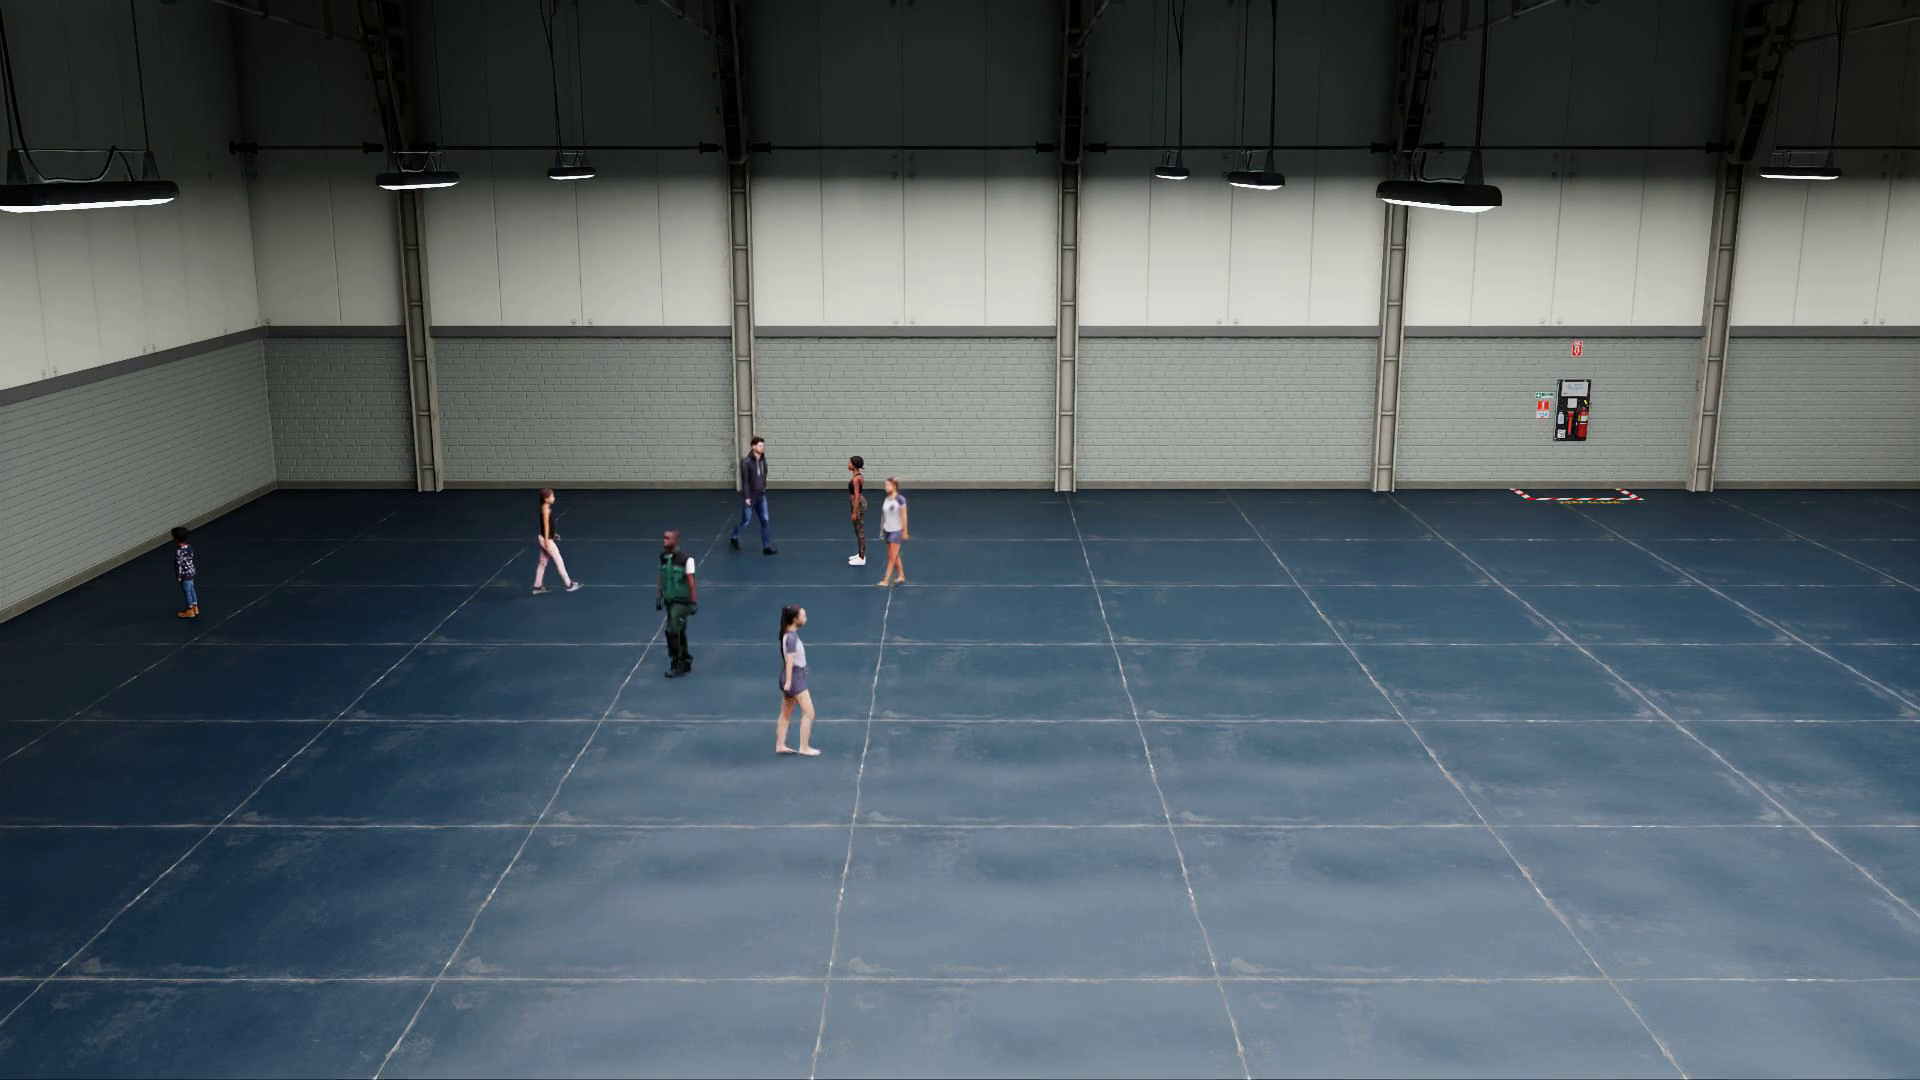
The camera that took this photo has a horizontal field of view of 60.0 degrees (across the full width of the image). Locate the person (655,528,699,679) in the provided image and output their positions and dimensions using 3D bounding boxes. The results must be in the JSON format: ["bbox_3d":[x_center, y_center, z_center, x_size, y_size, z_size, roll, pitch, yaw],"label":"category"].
[{"bbox_3d":[-3.353,0.741,20.111,0.881,1.823,0.946,10,16,37],"label":"person"}]

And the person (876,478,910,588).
[{"bbox_3d":[-0.911,-0.118,24.329,0.969,1.595,0.898,-12,18,-42],"label":"person"}]

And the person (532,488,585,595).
[{"bbox_3d":[-5.976,0.033,23.813,1.011,1.533,0.765,-6,14,-23],"label":"person"}]

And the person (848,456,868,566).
[{"bbox_3d":[-1.575,-0.473,25.628,0.526,1.699,0.567,0,13,2],"label":"person"}]

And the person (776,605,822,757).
[{"bbox_3d":[-1.836,1.481,17.339,0.750,1.633,0.674,-3,13,-14],"label":"person"}]

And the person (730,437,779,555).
[{"bbox_3d":[-3.309,-0.683,26.186,1.259,1.857,1.190,13,18,43],"label":"person"}]

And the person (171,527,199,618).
[{"bbox_3d":[-10.594,0.426,22.736,0.478,1.254,0.489,0,13,2],"label":"person"}]
